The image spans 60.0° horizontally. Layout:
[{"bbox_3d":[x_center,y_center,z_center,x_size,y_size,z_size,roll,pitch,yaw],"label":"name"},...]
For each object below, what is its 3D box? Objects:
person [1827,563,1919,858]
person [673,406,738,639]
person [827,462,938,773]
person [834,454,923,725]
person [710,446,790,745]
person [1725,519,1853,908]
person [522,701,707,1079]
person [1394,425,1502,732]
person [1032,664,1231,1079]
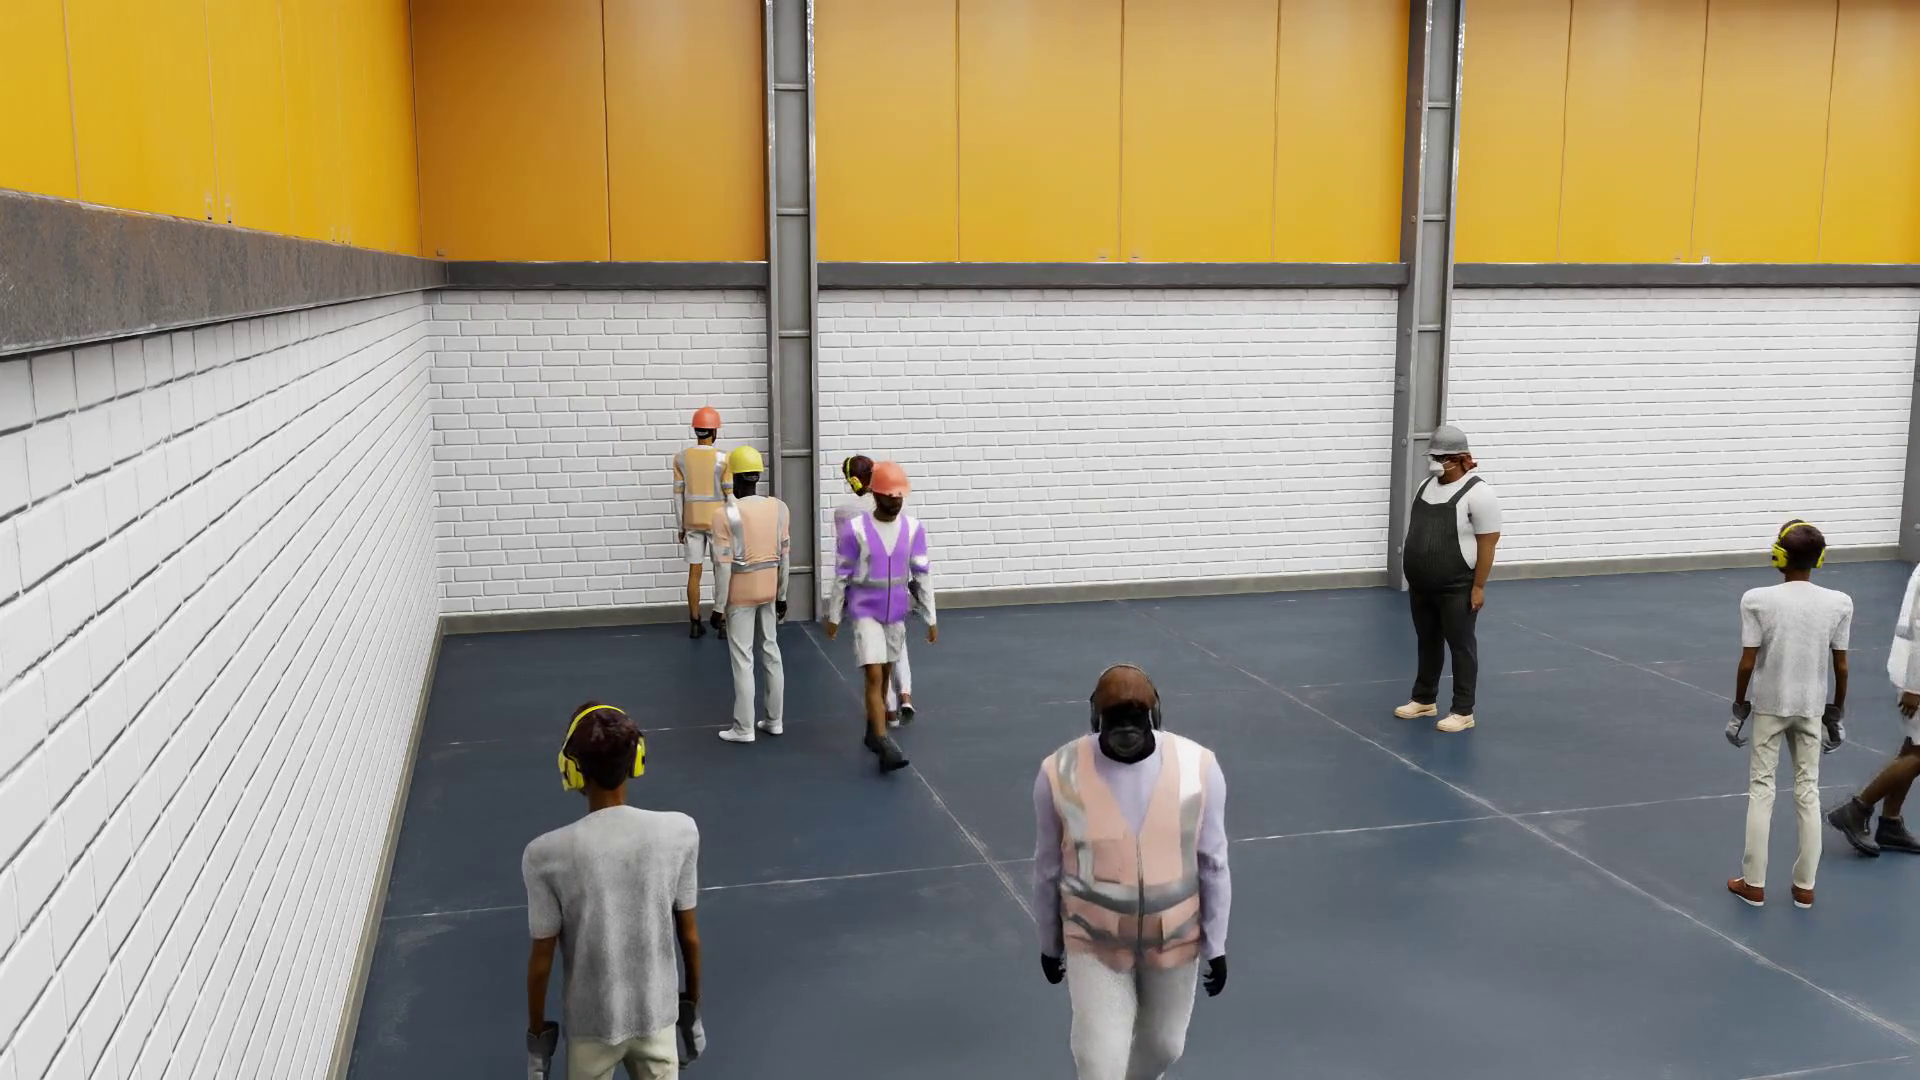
[{"bbox_3d":[4.961,0.718,8.620,0.676,1.887,0.605,4,10,24],"label":"person"},{"bbox_3d":[-2.098,-0.140,13.811,0.547,1.938,0.377,2,9,11],"label":"person"},{"bbox_3d":[-0.450,0.464,10.211,0.596,1.883,0.966,-4,10,-26],"label":"person"},{"bbox_3d":[-0.546,0.336,11.177,0.597,1.830,0.415,-1,9,-7],"label":"person"},{"bbox_3d":[-1.369,0.354,10.762,0.596,1.925,0.372,-9,13,-44],"label":"person"},{"bbox_3d":[3.956,0.832,7.963,0.532,1.870,0.319,2,9,10],"label":"person"},{"bbox_3d":[-0.955,1.368,4.658,0.513,1.861,0.315,-4,10,-24],"label":"person"},{"bbox_3d":[3.205,0.247,11.080,0.536,2.000,0.688,-5,10,-28],"label":"person"},{"bbox_3d":[0.547,1.270,5.420,0.626,1.813,0.833,0,9,-3],"label":"person"}]
